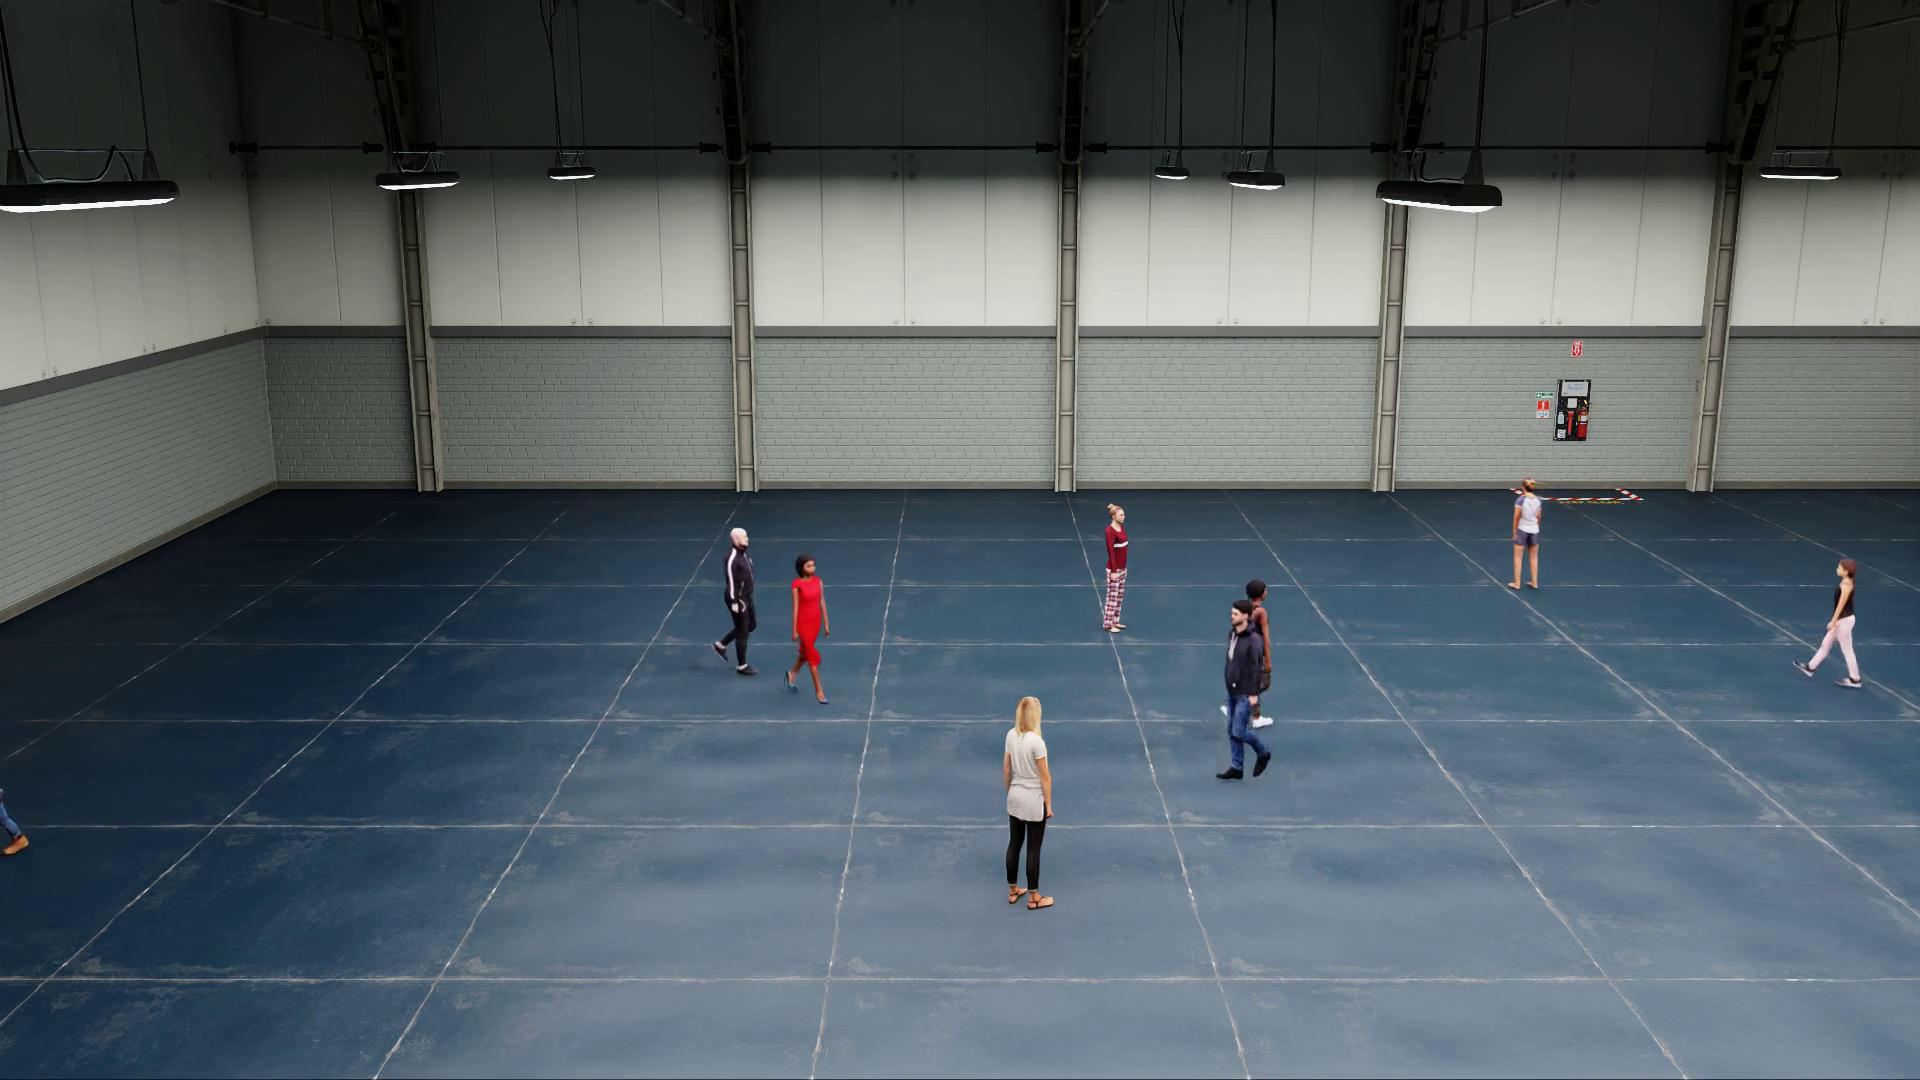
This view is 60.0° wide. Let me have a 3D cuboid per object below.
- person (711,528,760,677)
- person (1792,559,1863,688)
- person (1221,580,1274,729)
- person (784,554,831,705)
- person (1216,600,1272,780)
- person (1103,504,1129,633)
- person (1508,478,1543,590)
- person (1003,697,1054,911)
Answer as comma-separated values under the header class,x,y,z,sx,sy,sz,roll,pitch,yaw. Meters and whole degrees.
class,x,y,z,sx,sy,sz,roll,pitch,yaw
person,-2.751,0.741,20.124,0.920,1.819,0.760,2,13,9
person,10.509,1.000,19.644,1.057,1.529,0.877,8,15,31
person,3.158,1.273,18.124,1.013,1.684,0.805,-5,14,-22
person,-1.805,1.011,19.210,1.057,1.705,1.105,-12,18,-42
person,2.911,1.506,16.678,0.928,1.882,0.840,-5,14,-21
person,2.066,0.359,22.041,0.660,1.698,0.682,7,15,26
person,8.254,-0.098,24.193,0.526,1.616,0.674,-2,13,-10
person,0.556,2.182,13.884,0.670,1.826,0.748,11,17,39
